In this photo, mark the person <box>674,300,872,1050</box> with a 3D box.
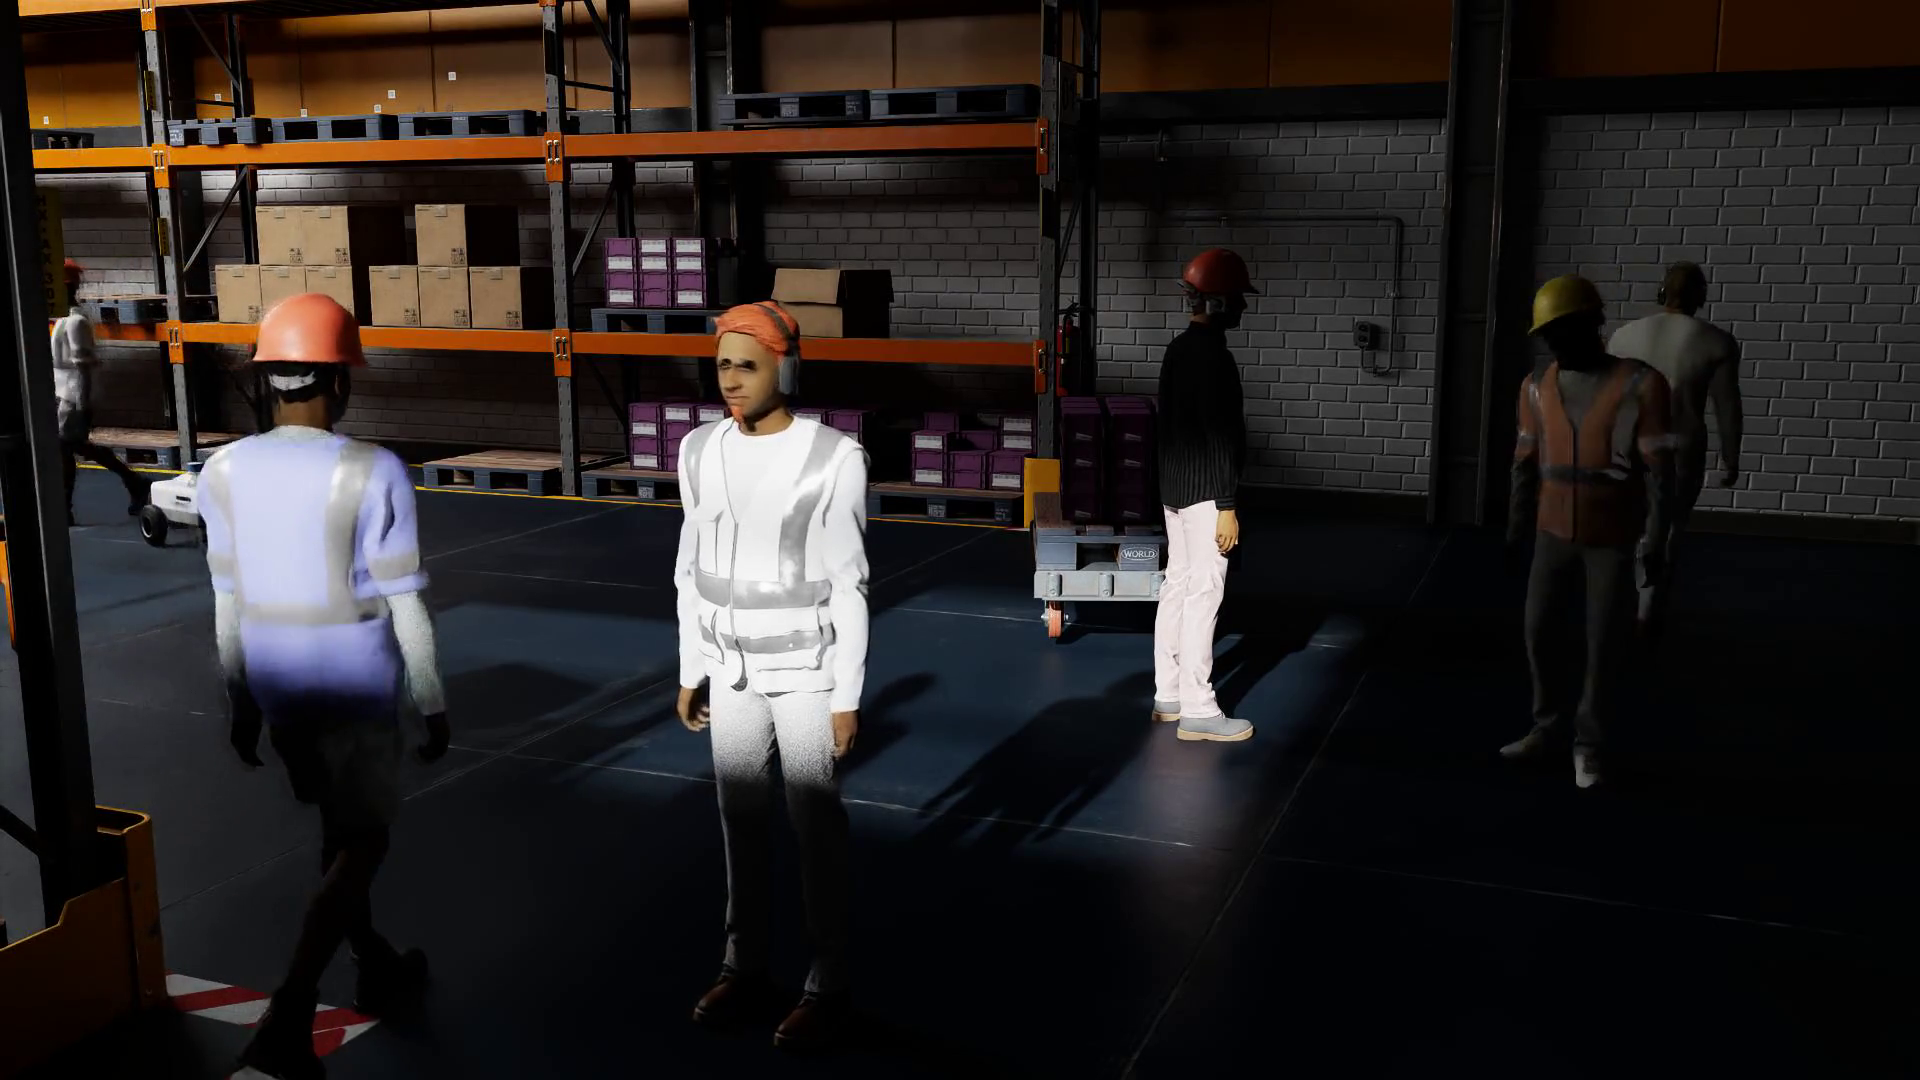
[{"bbox_3d":[-0.475,0.341,4.220,0.579,1.879,0.348,6,12,30],"label":"person"}]

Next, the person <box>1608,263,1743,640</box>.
[{"bbox_3d":[3.702,-0.464,8.613,0.655,1.904,0.830,8,13,39],"label":"person"}]

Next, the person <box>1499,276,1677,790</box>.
[{"bbox_3d":[2.350,-0.025,6.240,0.632,1.891,0.394,9,14,42],"label":"person"}]

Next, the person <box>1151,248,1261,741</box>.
[{"bbox_3d":[1.008,-0.184,6.814,0.396,1.992,0.622,-2,10,-12],"label":"person"}]

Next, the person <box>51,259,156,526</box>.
[{"bbox_3d":[-6.269,-1.052,11.869,0.802,1.915,0.578,-5,11,-26],"label":"person"}]

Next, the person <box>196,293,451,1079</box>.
[{"bbox_3d":[-1.559,0.357,4.054,0.557,1.905,0.829,2,10,13],"label":"person"}]

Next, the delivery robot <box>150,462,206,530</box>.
[{"bbox_3d":[-5.064,-0.276,11.064,0.707,0.478,0.477,7,13,37],"label":"delivery robot"}]
